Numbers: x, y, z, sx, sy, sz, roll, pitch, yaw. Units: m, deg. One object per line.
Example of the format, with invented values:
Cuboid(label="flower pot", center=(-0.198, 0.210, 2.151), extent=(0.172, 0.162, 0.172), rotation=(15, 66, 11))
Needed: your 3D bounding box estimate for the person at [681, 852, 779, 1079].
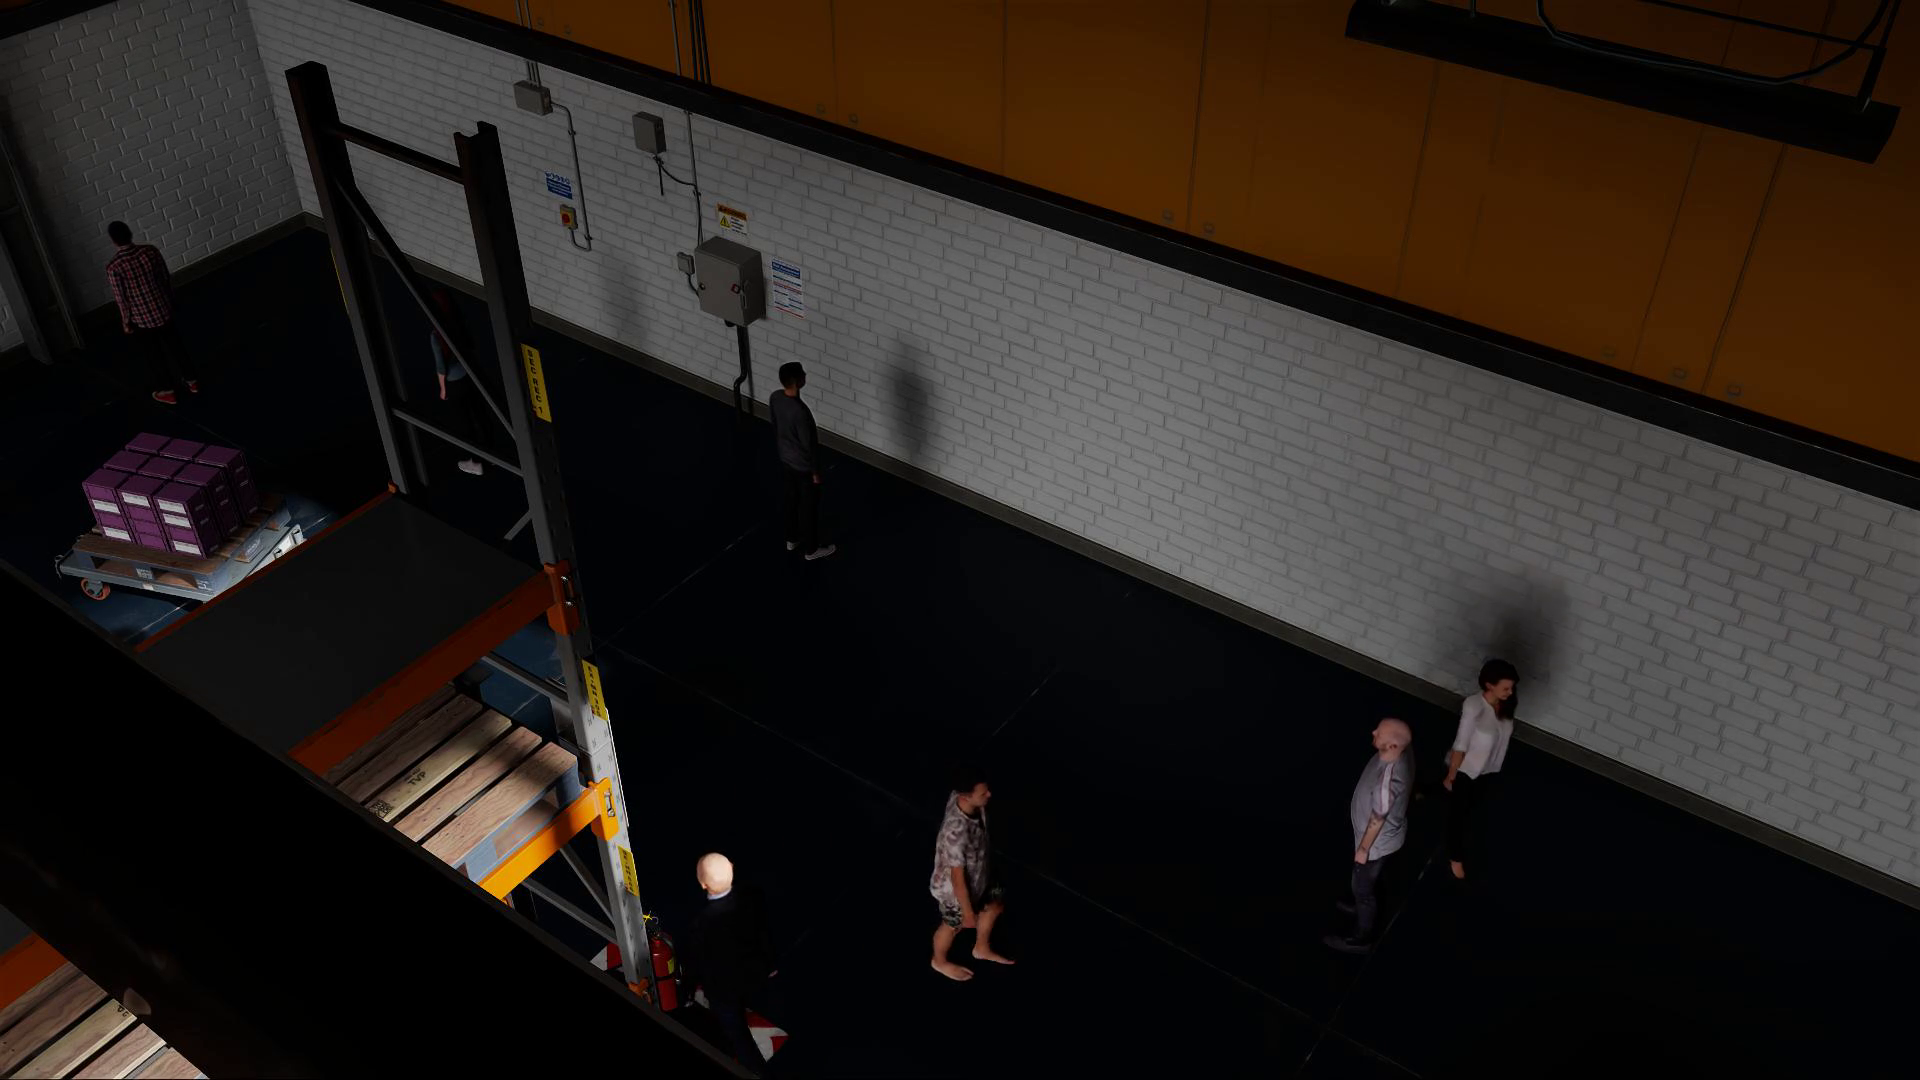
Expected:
Cuboid(label="person", center=(-1.197, 2.433, 9.085), extent=(1.204, 1.775, 0.981), rotation=(-28, 47, -31))

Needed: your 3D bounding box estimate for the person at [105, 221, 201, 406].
Cuboid(label="person", center=(-7.152, -2.018, 14.668), extent=(0.746, 1.761, 0.487), rotation=(23, 44, 26))

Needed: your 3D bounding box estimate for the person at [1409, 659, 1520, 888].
Cuboid(label="person", center=(3.118, 1.372, 10.412), extent=(1.000, 1.776, 0.896), rotation=(-22, 43, -25))

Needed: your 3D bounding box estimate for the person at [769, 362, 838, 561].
Cuboid(label="person", center=(-1.250, -0.618, 12.916), extent=(0.650, 1.761, 0.593), rotation=(32, 48, 33))

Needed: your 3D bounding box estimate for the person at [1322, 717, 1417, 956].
Cuboid(label="person", center=(2.495, 1.741, 9.906), extent=(0.751, 1.829, 0.574), rotation=(16, 41, 19))

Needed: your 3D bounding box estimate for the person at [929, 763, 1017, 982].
Cuboid(label="person", center=(-0.065, 1.926, 9.698), extent=(0.889, 1.800, 0.801), rotation=(10, 40, 12))

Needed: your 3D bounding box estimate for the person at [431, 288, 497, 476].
Cuboid(label="person", center=(-4.127, -1.315, 13.803), extent=(0.631, 1.743, 0.477), rotation=(25, 45, 28))
